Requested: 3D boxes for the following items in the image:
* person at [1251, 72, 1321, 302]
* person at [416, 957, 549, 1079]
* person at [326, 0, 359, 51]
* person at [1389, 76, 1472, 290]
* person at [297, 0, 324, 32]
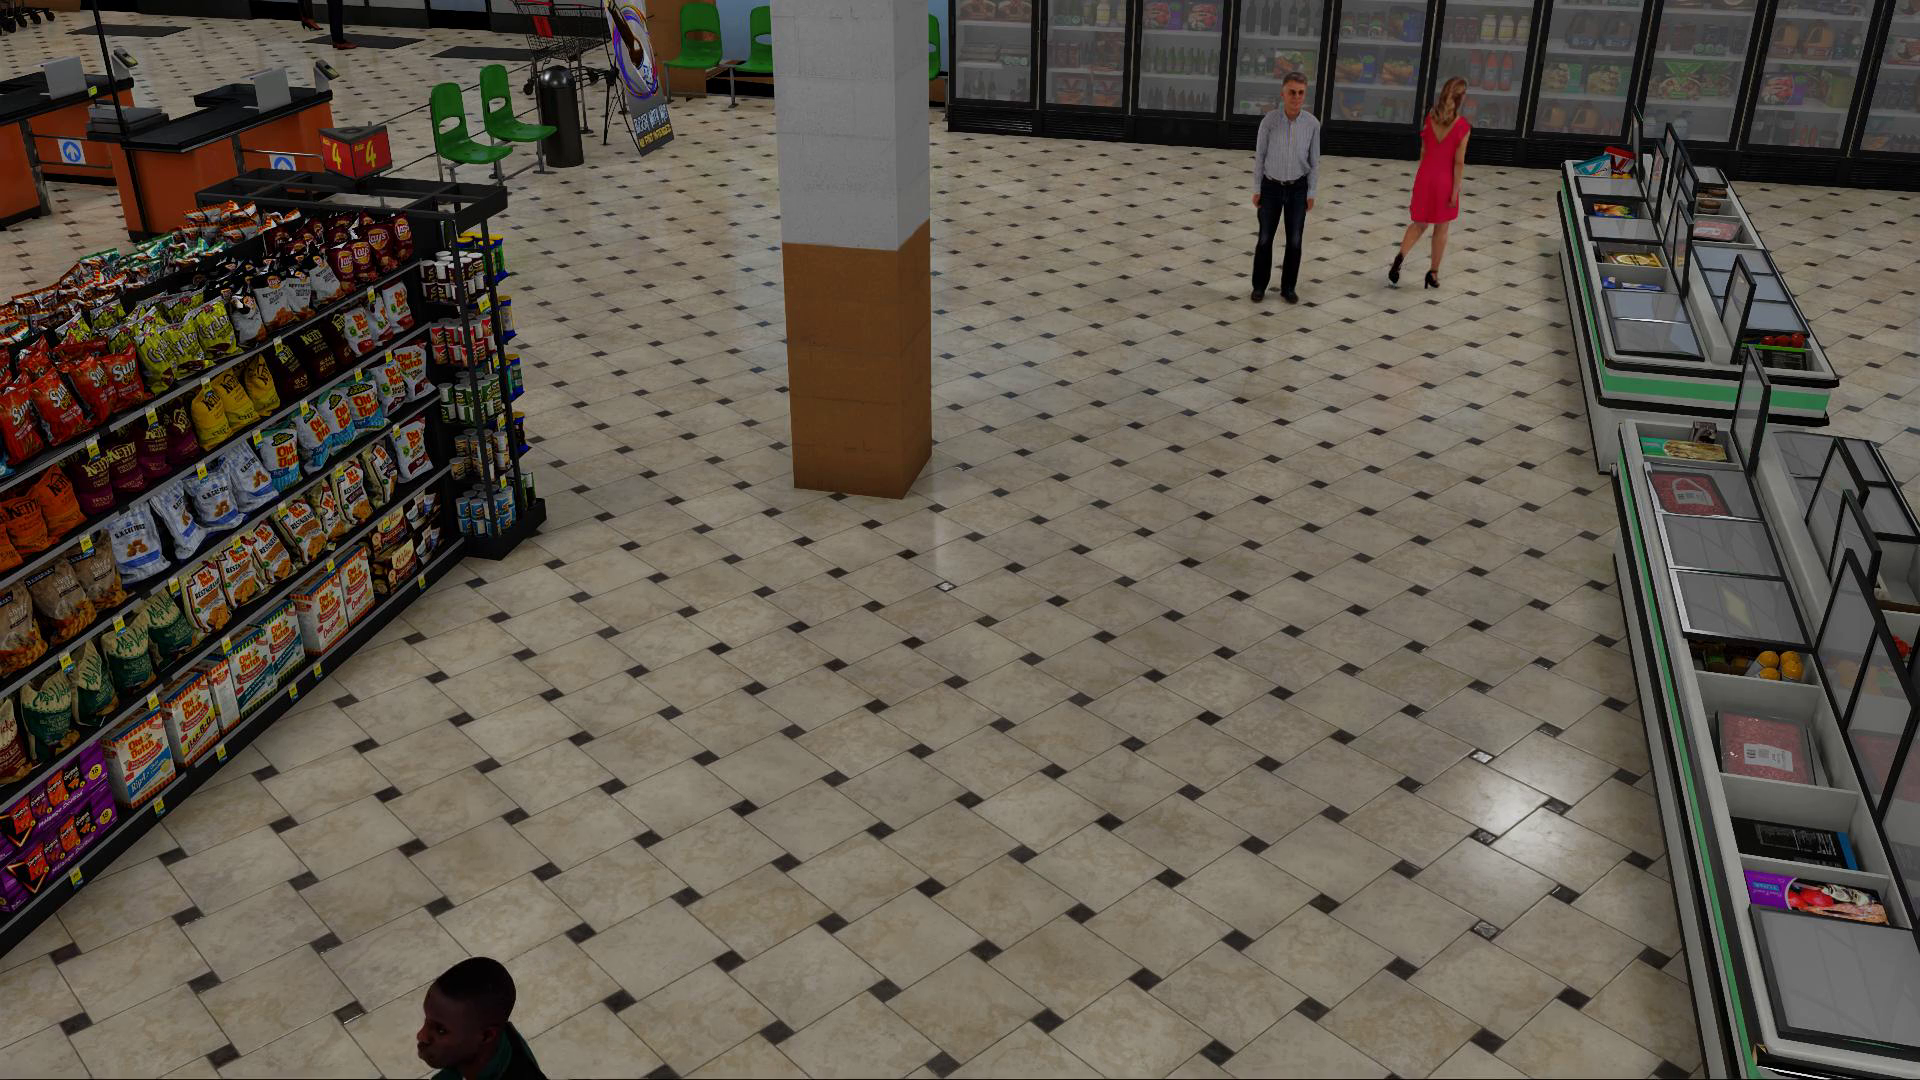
[{"bbox_3d":[2.539,-2.755,13.023,0.677,1.814,0.610,4,27,8],"label":"person"},{"bbox_3d":[-1.010,1.738,4.145,0.917,1.830,0.858,-16,31,-29],"label":"person"},{"bbox_3d":[-8.569,-7.591,22.653,0.734,1.729,0.709,-20,33,-34],"label":"person"},{"bbox_3d":[3.734,-2.795,13.223,0.834,1.705,0.994,24,35,39],"label":"person"},{"bbox_3d":[-9.482,-8.218,23.942,0.722,1.680,0.720,-23,35,-37],"label":"person"}]
